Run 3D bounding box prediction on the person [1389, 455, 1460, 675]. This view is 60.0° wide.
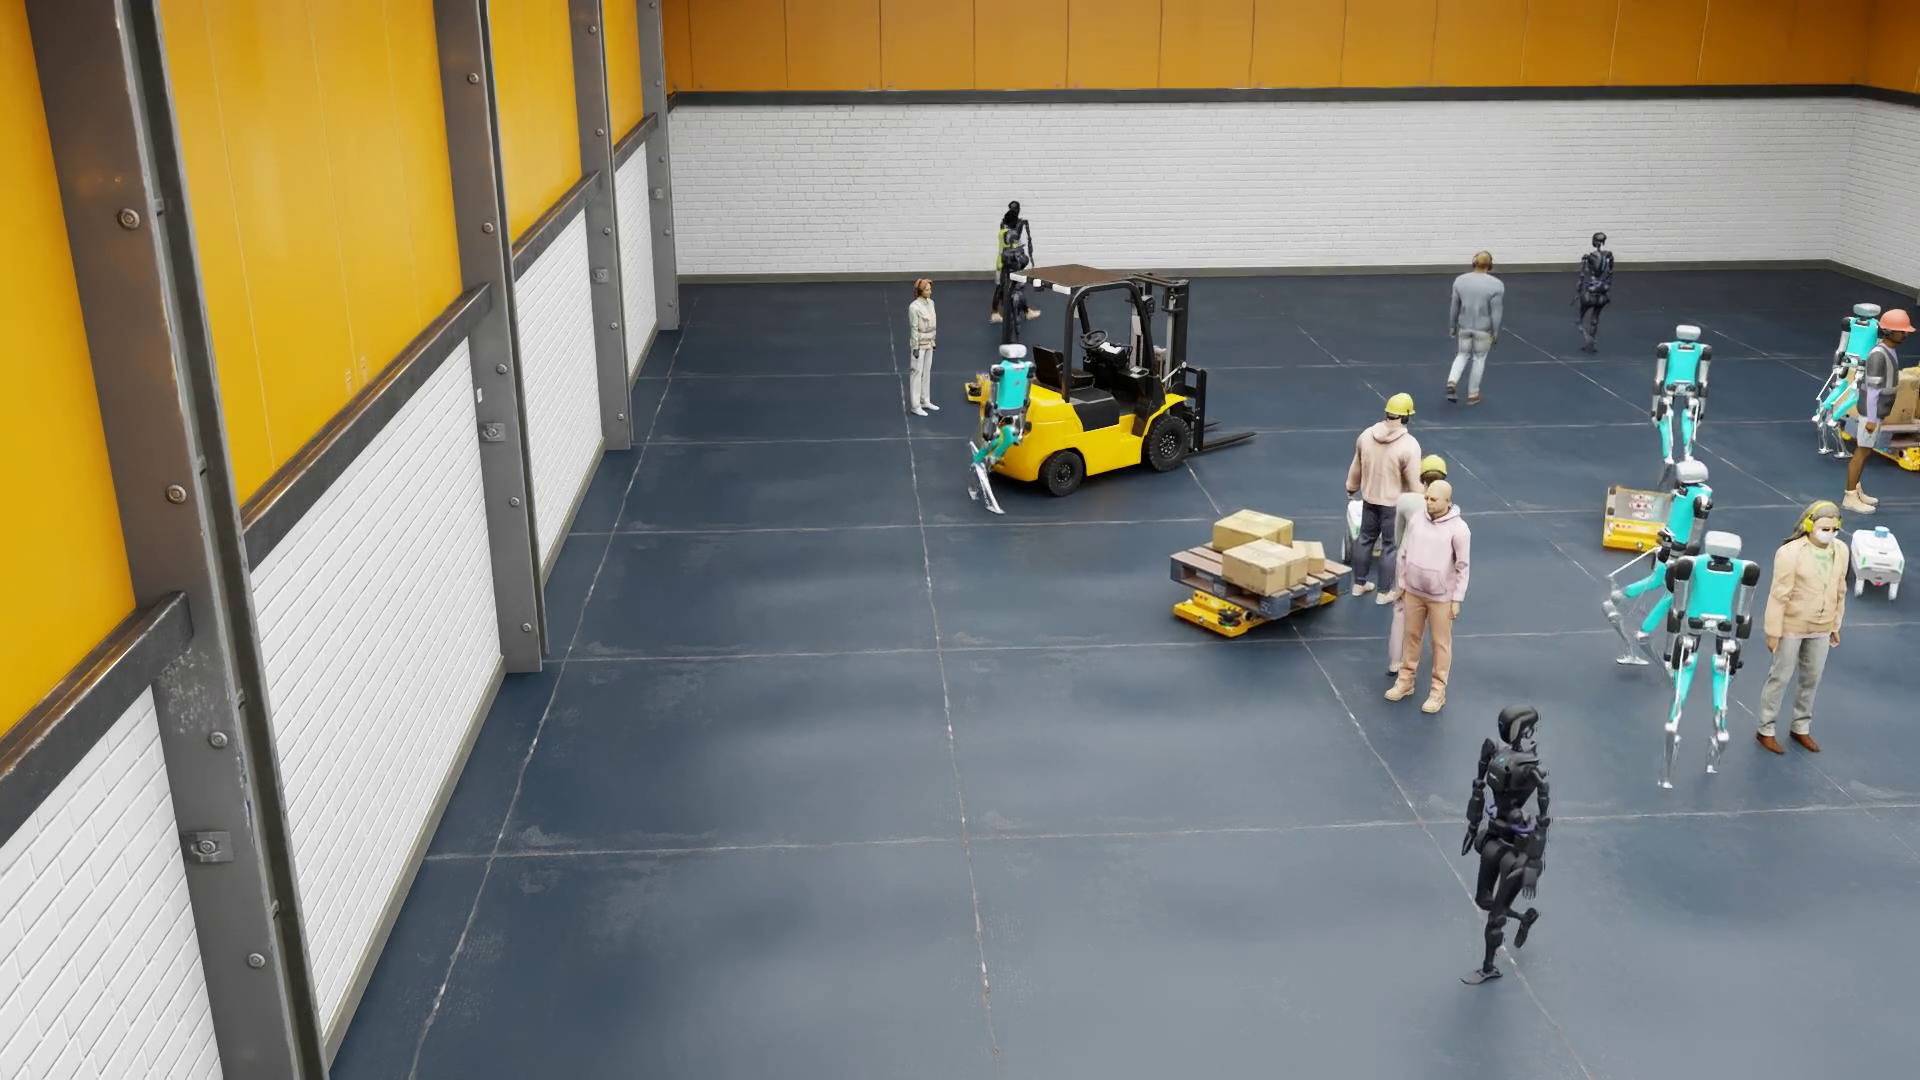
[{"bbox_3d":[3.641,0.169,13.074,0.522,1.709,0.875,11,23,28],"label":"person"}]

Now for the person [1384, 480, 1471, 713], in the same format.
[{"bbox_3d":[3.501,0.397,12.346,0.535,1.781,0.400,19,27,41],"label":"person"}]

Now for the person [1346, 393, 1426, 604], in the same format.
[{"bbox_3d":[3.648,-0.350,14.282,0.434,1.854,0.822,-17,26,-39],"label":"person"}]

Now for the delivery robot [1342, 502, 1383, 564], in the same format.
[{"bbox_3d":[3.802,-0.103,15.467,0.499,0.576,0.768,2,20,6],"label":"delivery robot"}]

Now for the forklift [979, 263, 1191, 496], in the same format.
[{"bbox_3d":[1.315,-1.764,17.646,2.313,2.155,1.214,-14,24,-33],"label":"forklift"}]

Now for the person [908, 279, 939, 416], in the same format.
[{"bbox_3d":[-0.449,-2.324,19.965,0.305,1.640,0.511,9,22,24],"label":"person"}]

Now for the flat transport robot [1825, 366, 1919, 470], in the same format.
[{"bbox_3d":[10.485,-1.076,18.559,0.659,0.231,1.431,-2,20,-5],"label":"flat transport robot"}]

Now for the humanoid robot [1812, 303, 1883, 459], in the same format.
[{"bbox_3d":[9.509,-1.698,17.934,0.735,1.674,0.533,-10,23,-26],"label":"humanoid robot"}]

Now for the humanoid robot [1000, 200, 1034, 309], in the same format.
[{"bbox_3d":[0.835,-4.368,25.483,0.601,1.640,0.440,11,23,28],"label":"humanoid robot"}]

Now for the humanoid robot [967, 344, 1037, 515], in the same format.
[{"bbox_3d":[0.302,-1.104,16.619,0.575,1.845,0.880,-15,25,-35],"label":"humanoid robot"}]

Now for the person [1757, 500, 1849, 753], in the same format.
[{"bbox_3d":[5.906,0.601,11.687,0.566,1.866,0.408,-3,20,-9],"label":"person"}]

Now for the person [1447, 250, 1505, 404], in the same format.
[{"bbox_3d":[6.231,-2.554,20.199,0.631,1.920,0.637,15,25,35],"label":"person"}]

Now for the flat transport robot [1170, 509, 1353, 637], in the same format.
[{"bbox_3d":[2.567,0.486,14.303,1.431,0.231,0.659,-15,25,-36],"label":"flat transport robot"}]

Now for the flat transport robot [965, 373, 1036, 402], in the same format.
[{"bbox_3d":[0.798,-1.908,20.826,1.431,0.231,0.659,-1,20,-3],"label":"flat transport robot"}]

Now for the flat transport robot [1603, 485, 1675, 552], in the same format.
[{"bbox_3d":[6.632,-0.205,16.186,0.659,0.231,1.431,8,22,20],"label":"flat transport robot"}]

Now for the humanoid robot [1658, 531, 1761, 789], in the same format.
[{"bbox_3d":[5.024,0.891,11.144,0.531,1.809,0.783,5,21,12],"label":"humanoid robot"}]

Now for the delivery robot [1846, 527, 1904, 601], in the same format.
[{"bbox_3d":[8.113,0.177,14.735,0.499,0.598,0.798,8,21,20],"label":"delivery robot"}]

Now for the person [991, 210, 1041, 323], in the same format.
[{"bbox_3d":[0.814,-4.057,24.648,0.827,1.654,0.536,-9,22,-23],"label":"person"}]

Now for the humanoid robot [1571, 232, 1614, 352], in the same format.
[{"bbox_3d":[8.732,-3.404,22.855,0.590,1.643,0.384,-7,21,-19],"label":"humanoid robot"}]

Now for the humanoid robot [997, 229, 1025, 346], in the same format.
[{"bbox_3d":[0.717,-3.465,23.004,0.315,1.657,0.599,-8,22,-20],"label":"humanoid robot"}]

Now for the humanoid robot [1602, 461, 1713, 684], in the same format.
[{"bbox_3d":[5.291,0.270,12.794,0.770,1.813,0.539,1,20,4],"label":"humanoid robot"}]

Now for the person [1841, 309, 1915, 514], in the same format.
[{"bbox_3d":[9.142,-1.290,16.572,0.374,2.044,0.604,14,24,33],"label":"person"}]

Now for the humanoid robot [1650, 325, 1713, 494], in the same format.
[{"bbox_3d":[7.310,-1.214,16.897,0.530,1.847,0.722,4,21,12],"label":"humanoid robot"}]

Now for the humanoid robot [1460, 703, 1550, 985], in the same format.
[{"bbox_3d":[3.064,1.648,9.119,0.573,1.642,0.590,-8,22,-22],"label":"humanoid robot"}]
